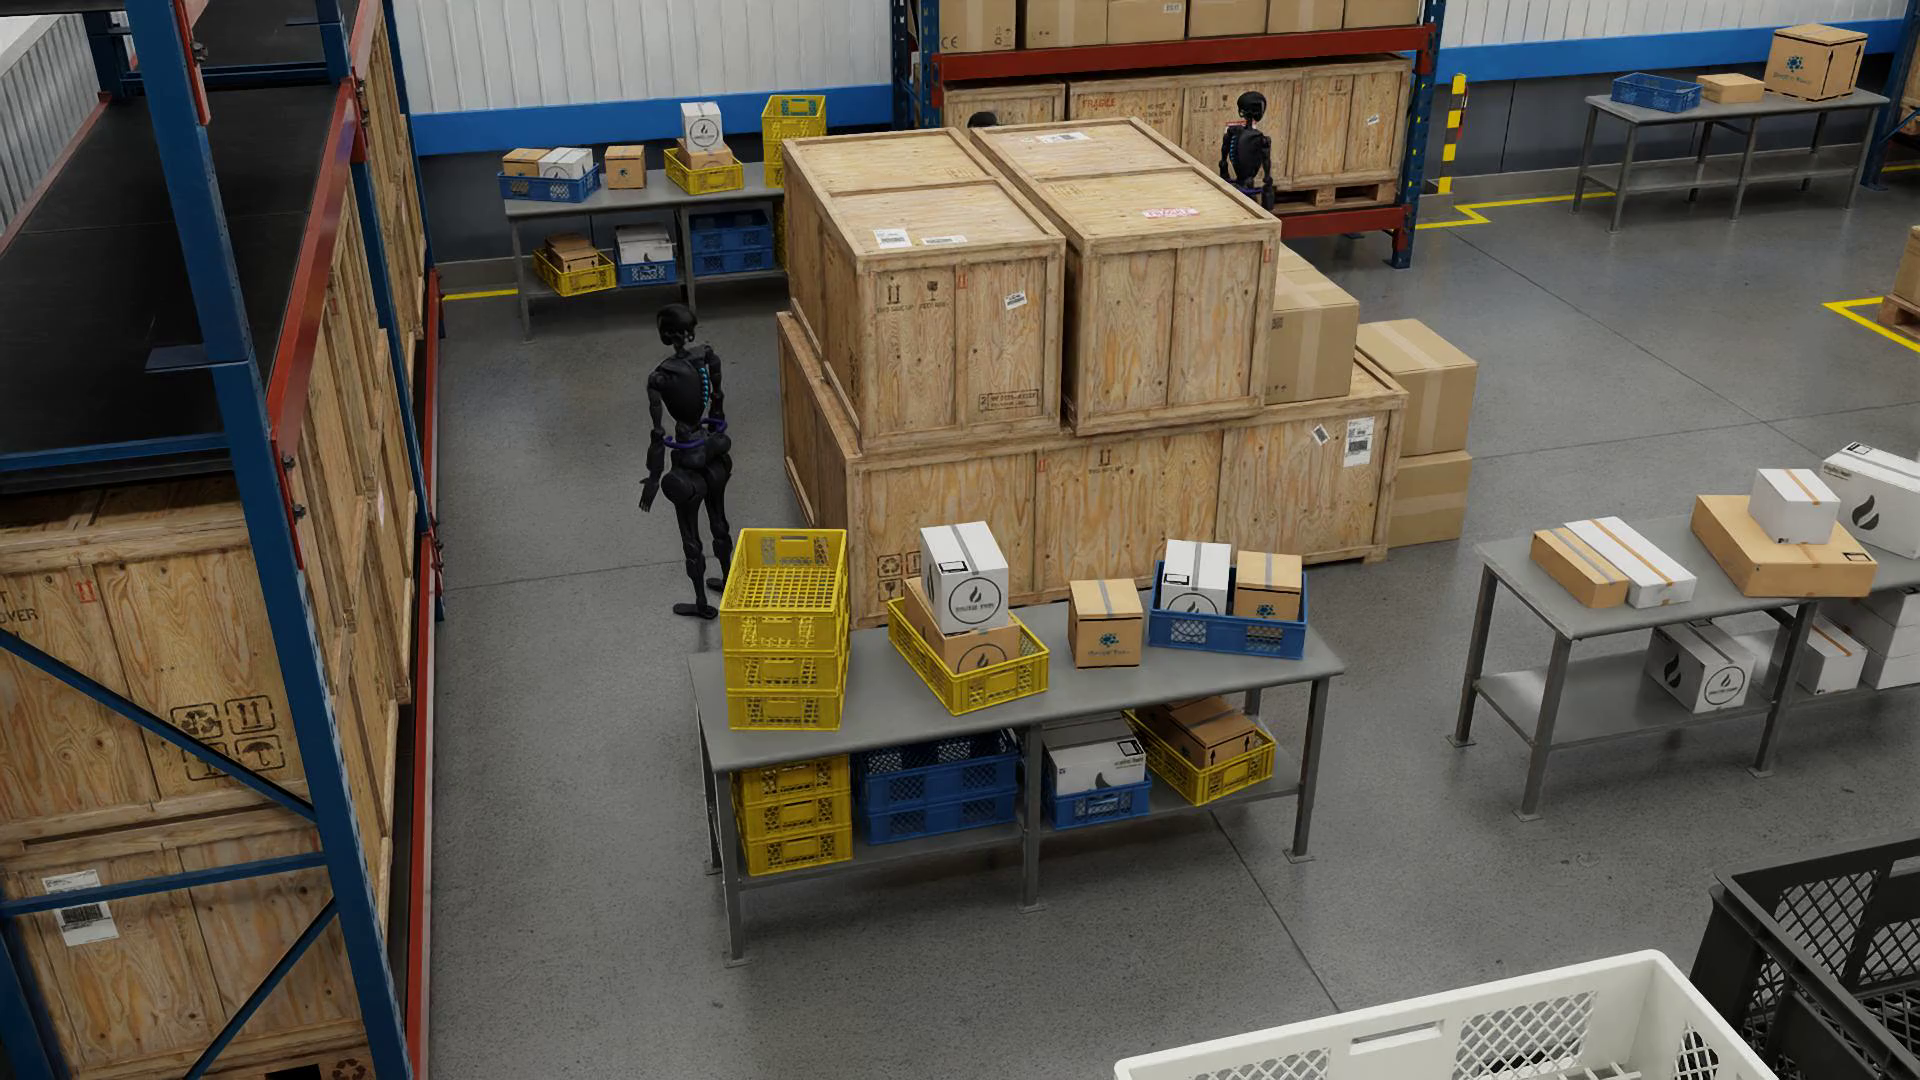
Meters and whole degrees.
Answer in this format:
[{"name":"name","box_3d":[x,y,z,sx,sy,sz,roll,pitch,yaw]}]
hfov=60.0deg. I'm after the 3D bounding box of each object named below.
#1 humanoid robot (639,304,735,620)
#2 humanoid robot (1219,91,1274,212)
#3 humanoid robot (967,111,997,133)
[{"name":"humanoid robot","box_3d":[-1.361,-0.400,8.366,0.327,1.658,0.601,16,33,26]},{"name":"humanoid robot","box_3d":[2.045,-2.402,12.004,0.330,1.653,0.600,-15,32,-26]},{"name":"humanoid robot","box_3d":[0.206,-2.164,11.645,0.791,1.605,0.636,15,32,26]}]
